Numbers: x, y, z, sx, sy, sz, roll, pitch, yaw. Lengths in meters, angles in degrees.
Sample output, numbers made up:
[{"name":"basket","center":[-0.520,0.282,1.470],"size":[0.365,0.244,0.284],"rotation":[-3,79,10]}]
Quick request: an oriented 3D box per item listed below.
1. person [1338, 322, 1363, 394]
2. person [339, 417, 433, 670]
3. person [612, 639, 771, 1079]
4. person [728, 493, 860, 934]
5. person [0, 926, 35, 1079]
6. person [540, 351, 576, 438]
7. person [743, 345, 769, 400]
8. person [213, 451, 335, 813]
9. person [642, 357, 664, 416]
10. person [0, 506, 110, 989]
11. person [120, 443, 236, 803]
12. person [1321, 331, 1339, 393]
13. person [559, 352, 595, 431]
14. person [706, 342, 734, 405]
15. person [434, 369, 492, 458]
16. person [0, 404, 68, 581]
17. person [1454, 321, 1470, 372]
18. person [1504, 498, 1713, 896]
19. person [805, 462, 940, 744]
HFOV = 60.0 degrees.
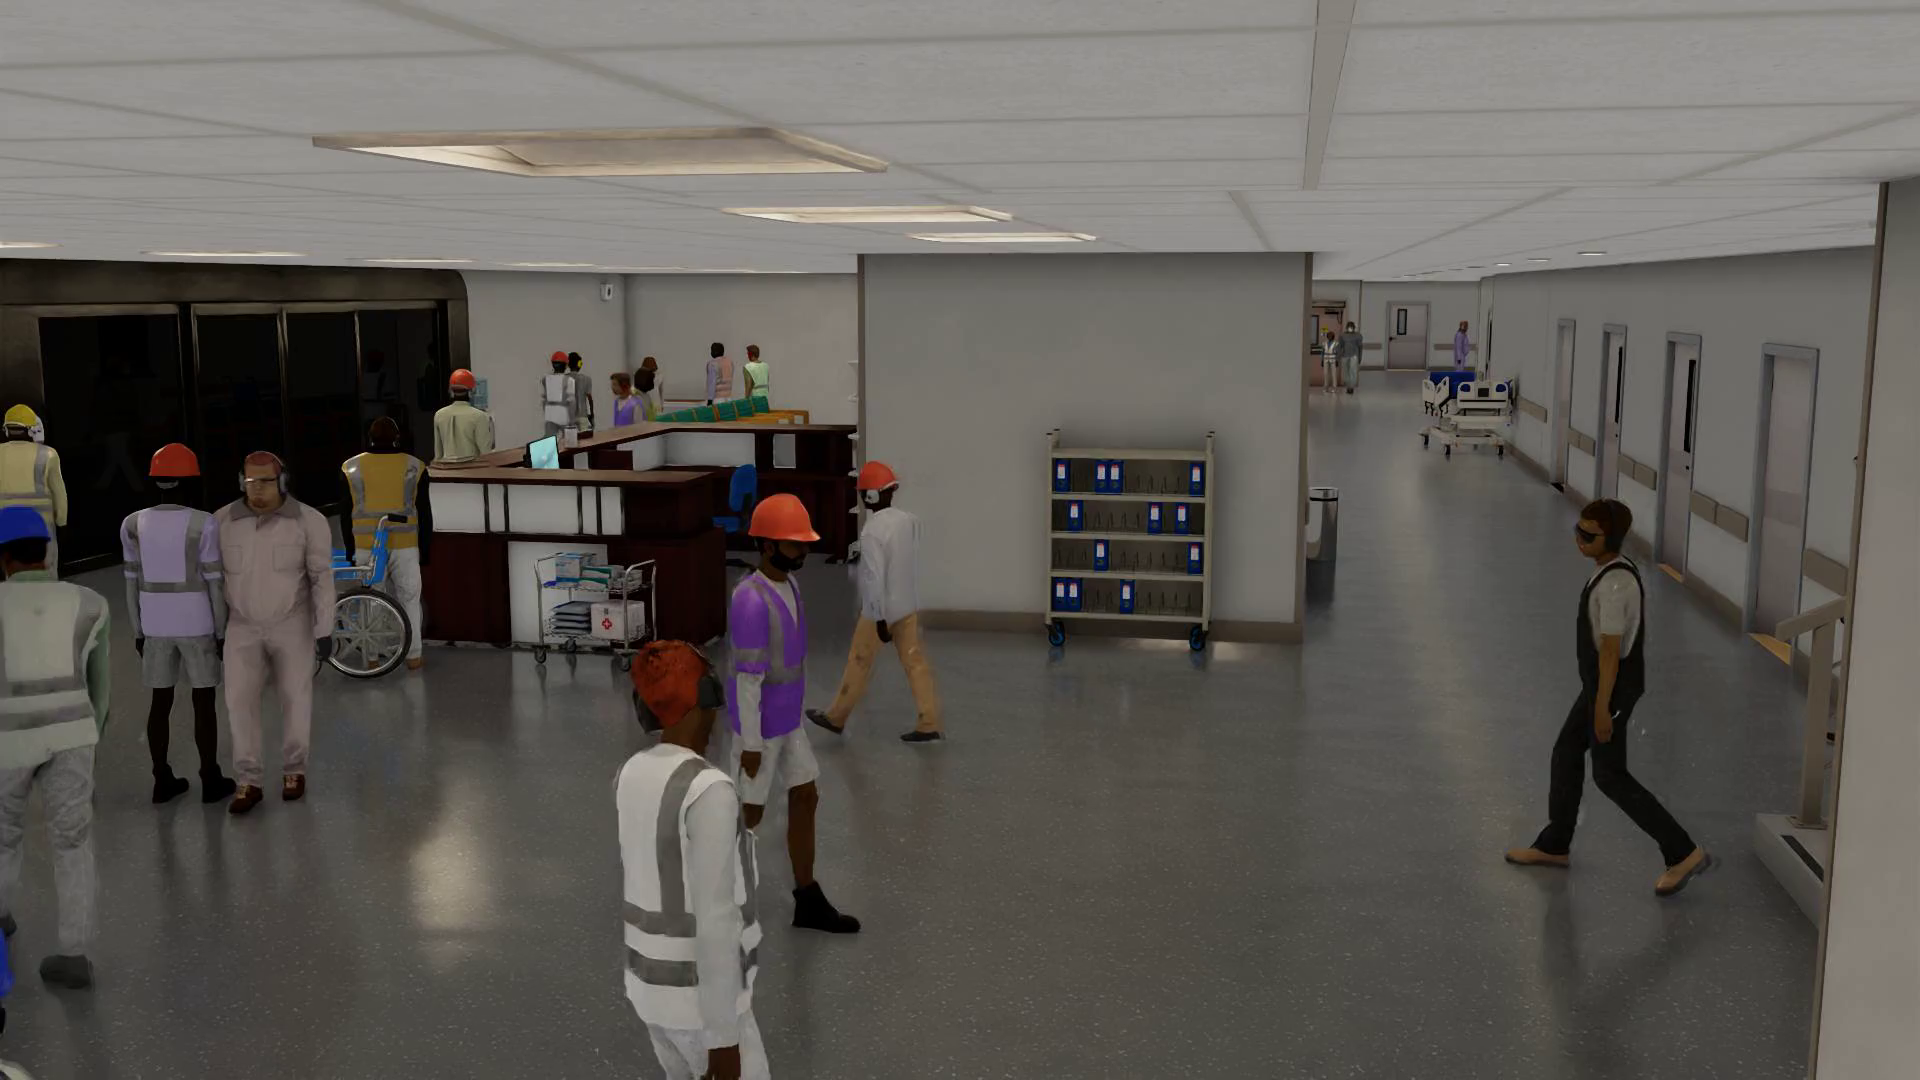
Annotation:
[{"name":"person","center":[10.227,-4.779,43.690],"size":[0.621,1.885,0.985],"rotation":[3,9,22]},{"name":"person","center":[-4.105,0.036,11.944],"size":[0.628,1.836,0.429],"rotation":[-3,9,-18]},{"name":"person","center":[-0.691,1.183,4.306],"size":[0.348,1.835,0.675],"rotation":[-6,10,-34]},{"name":"person","center":[-0.899,0.741,7.041],"size":[0.867,1.910,0.555],"rotation":[2,9,15]},{"name":"person","center":[-1.406,1.417,2.382],"size":[0.399,1.946,0.609],"rotation":[-6,10,-34]},{"name":"person","center":[-5.597,-1.704,23.323],"size":[0.554,1.881,0.998],"rotation":[2,9,13]},{"name":"person","center":[-3.315,-2.263,27.158],"size":[0.373,1.840,0.572],"rotation":[6,10,33]},{"name":"person","center":[-3.639,0.484,8.754],"size":[0.663,1.885,0.699],"rotation":[-2,9,-11]},{"name":"person","center":[-5.099,-2.205,27.455],"size":[0.500,1.636,0.280],"rotation":[-8,12,-44]},{"name":"person","center":[-3.773,0.803,6.726],"size":[0.648,1.863,1.034],"rotation":[-7,11,-40]},{"name":"person","center":[-4.153,0.449,8.883],"size":[0.545,1.931,0.380],"rotation":[0,9,2]},{"name":"person","center":[9.830,-4.719,44.154],"size":[0.518,1.631,0.319],"rotation":[6,10,35]},{"name":"person","center":[-5.420,-1.717,23.463],"size":[0.528,1.863,0.322],"rotation":[-2,9,-10]},{"name":"person","center":[-4.114,-2.446,28.374],"size":[0.430,1.845,0.623],"rotation":[5,10,28]},{"name":"person","center":[-4.652,-0.610,15.678],"size":[0.612,1.995,0.381],"rotation":[3,9,20]},{"name":"person","center":[-7.435,-0.165,13.264],"size":[0.602,1.830,0.404],"rotation":[-2,9,-15]},{"name":"person","center":[13.424,-4.901,44.499],"size":[0.398,1.900,0.634],"rotation":[4,9,24]},{"name":"person","center":[3.013,0.700,7.615],"size":[0.854,1.814,0.518],"rotation":[3,9,22]},{"name":"person","center":[-0.498,0.378,10.056],"size":[0.902,1.702,0.561],"rotation":[5,10,30]}]
